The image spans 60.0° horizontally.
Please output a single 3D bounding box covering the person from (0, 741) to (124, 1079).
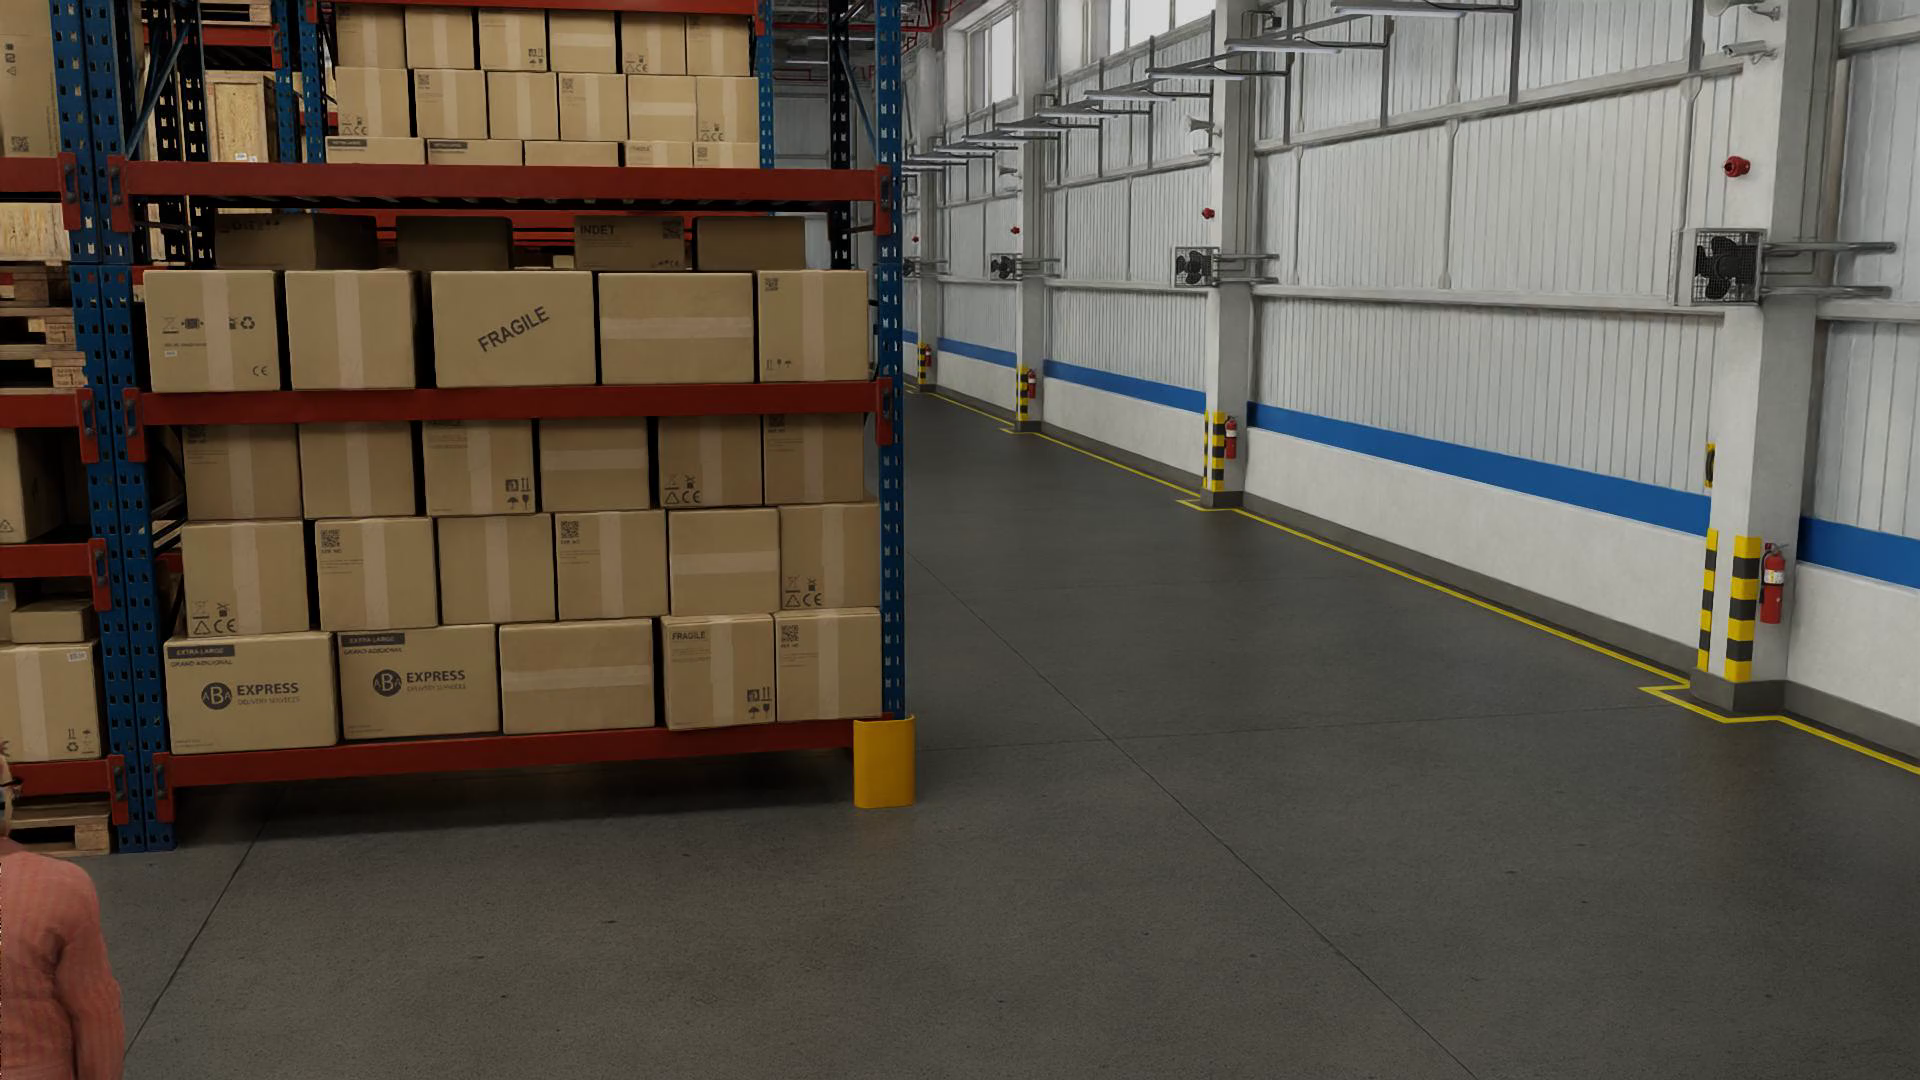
[{"bbox_3d":[-2.412,1.415,4.156,0.640,1.904,0.401,-2,9,-10],"label":"person"}]
